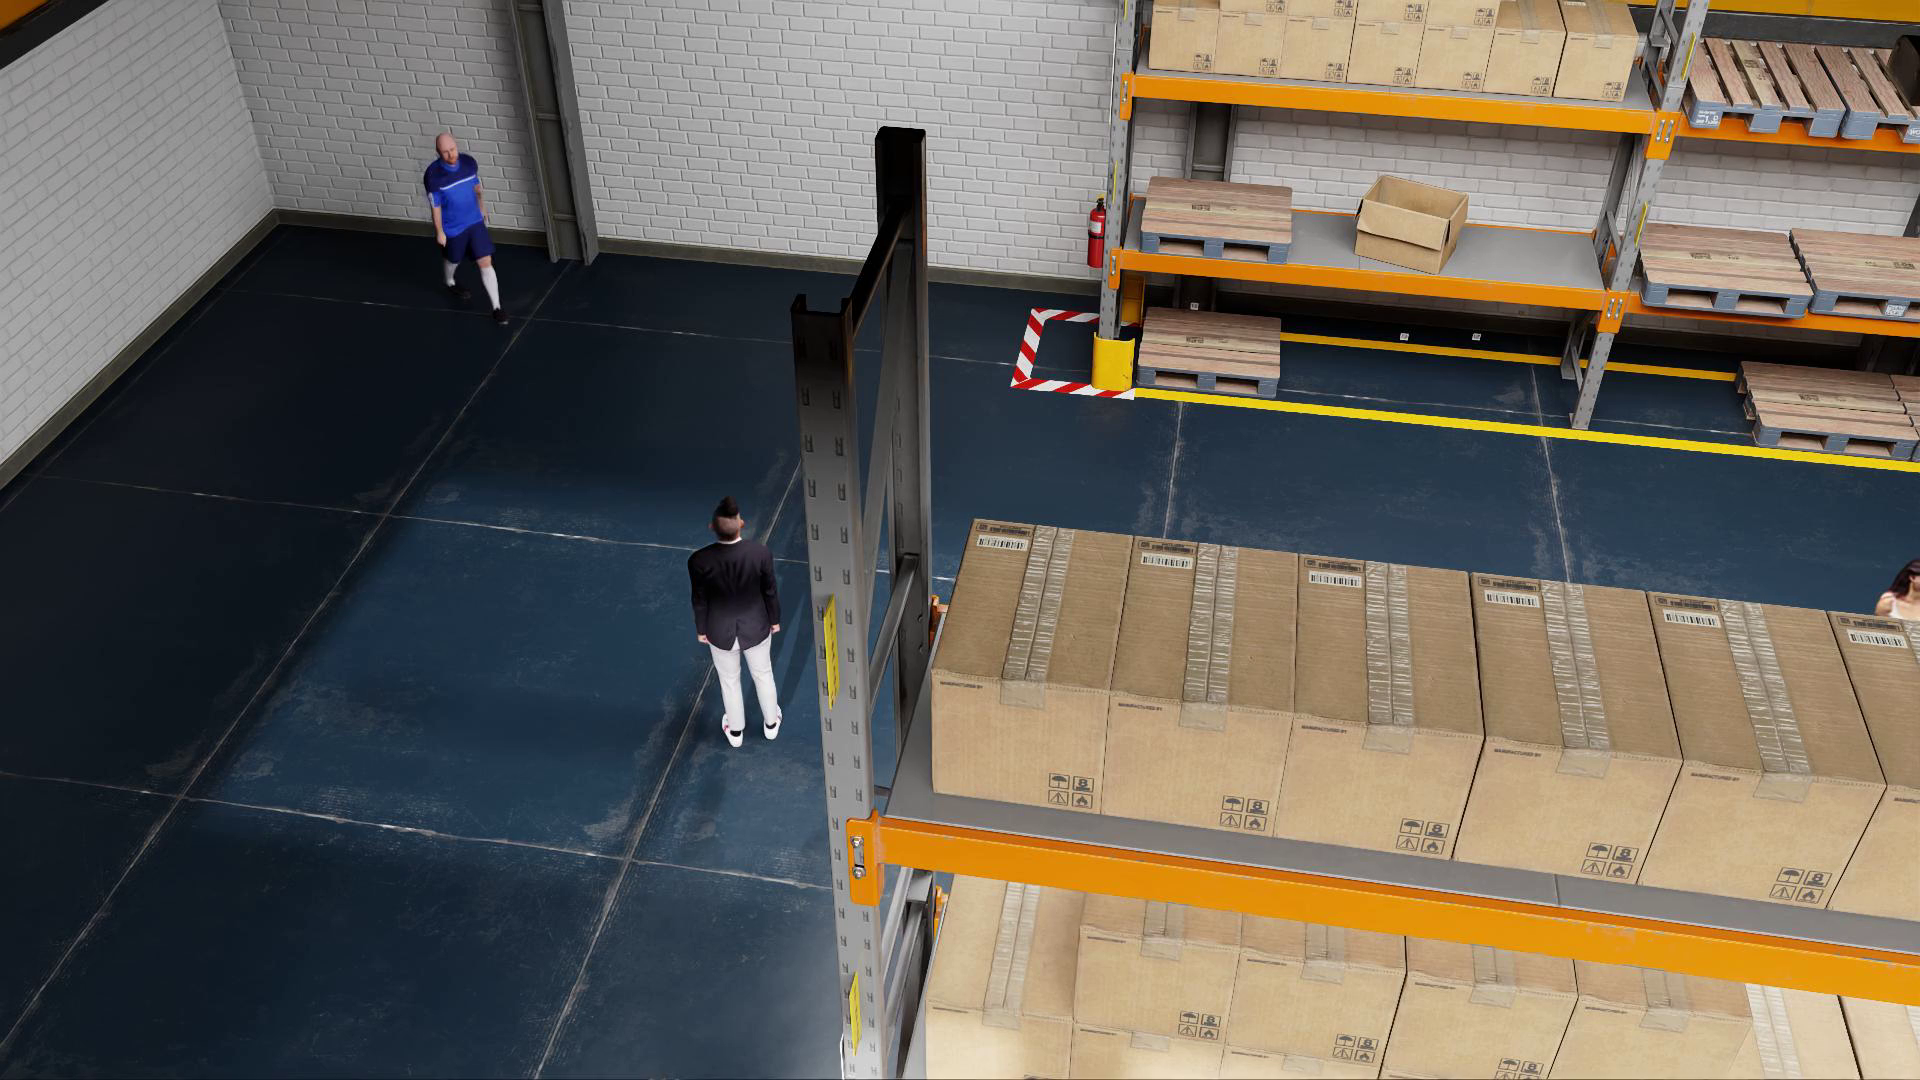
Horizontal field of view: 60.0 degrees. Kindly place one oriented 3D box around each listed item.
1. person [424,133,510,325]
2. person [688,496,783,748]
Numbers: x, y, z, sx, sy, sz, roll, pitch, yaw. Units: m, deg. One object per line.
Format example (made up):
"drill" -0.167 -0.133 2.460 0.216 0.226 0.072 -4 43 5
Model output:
"person" -4.490 -2.834 14.842 1.300 1.790 1.177 30 47 32
"person" -1.399 0.516 10.511 0.687 1.959 0.846 -8 39 -10
